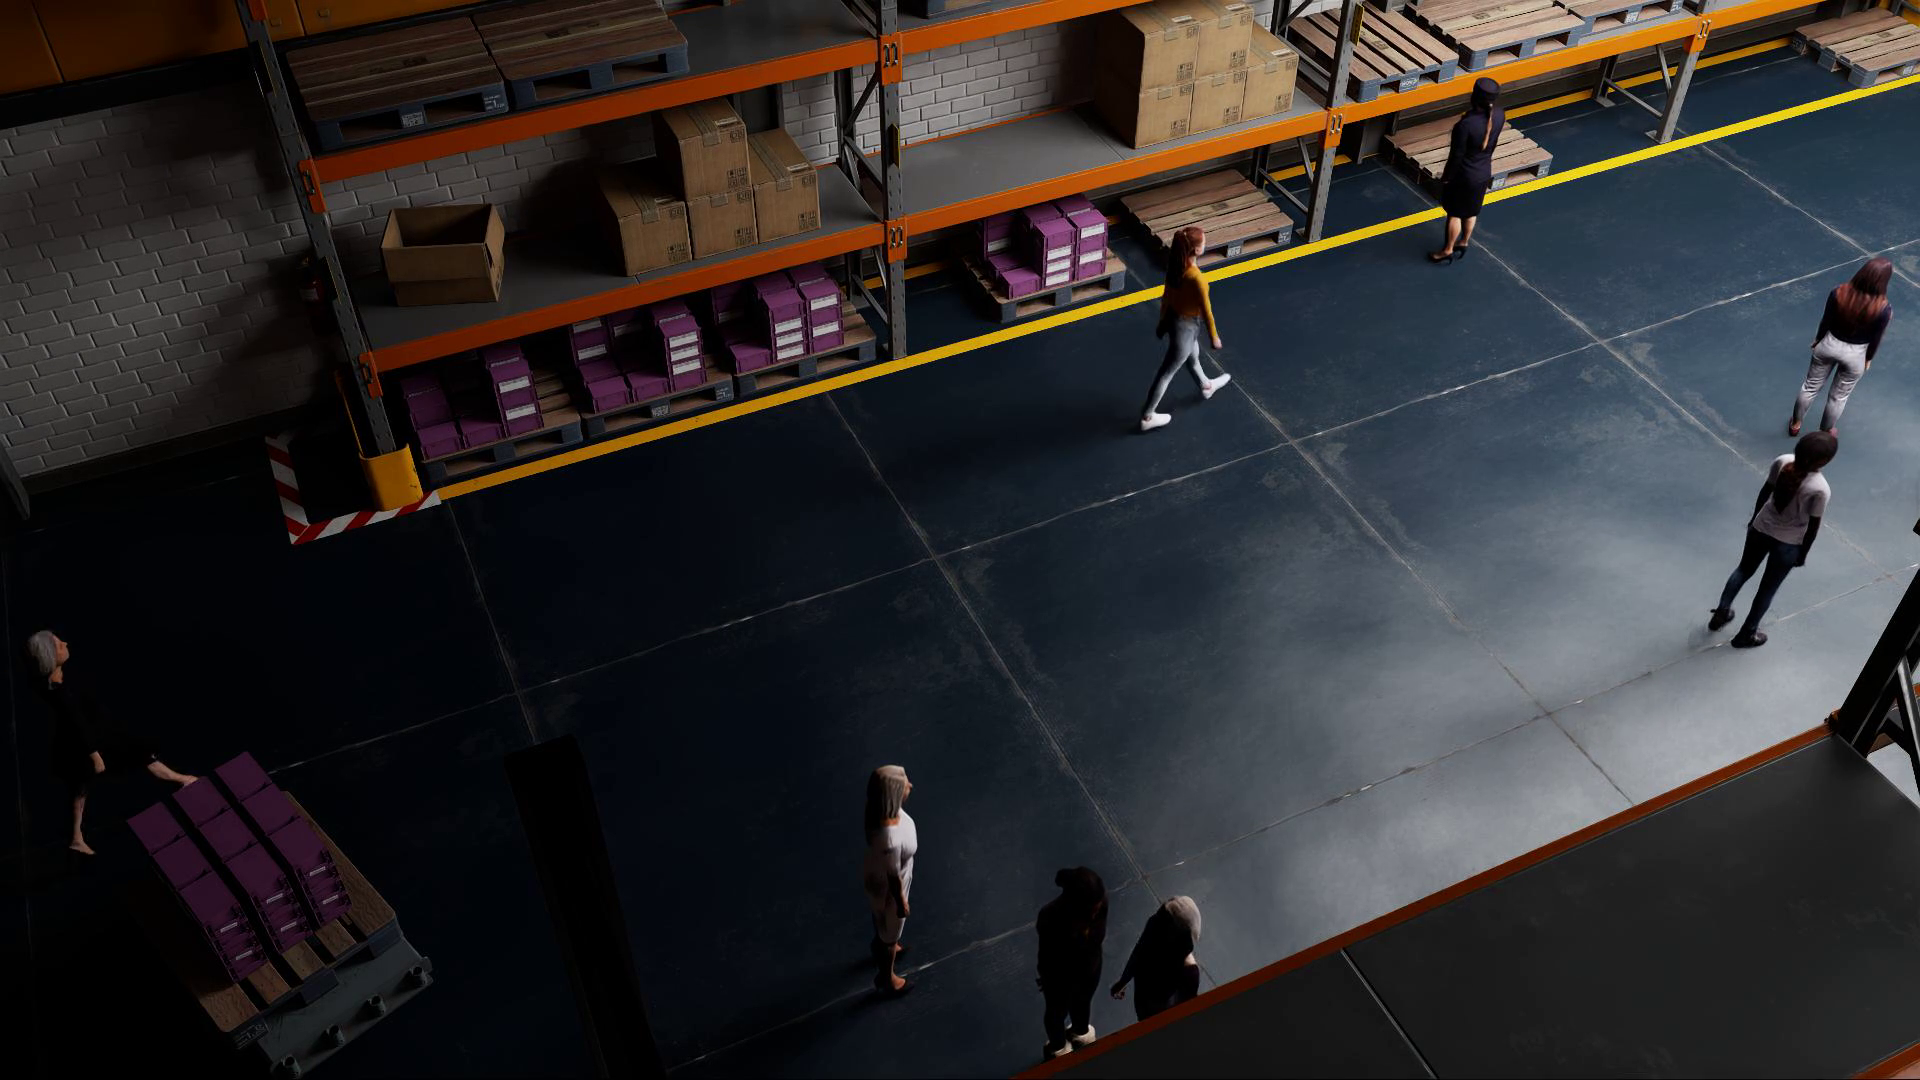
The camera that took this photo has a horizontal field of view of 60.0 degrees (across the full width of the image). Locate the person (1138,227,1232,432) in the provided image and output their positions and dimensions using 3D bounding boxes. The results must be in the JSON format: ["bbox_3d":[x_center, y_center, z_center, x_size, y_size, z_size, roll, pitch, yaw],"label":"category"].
[{"bbox_3d":[1.559,-1.504,12.282,1.080,1.710,0.573,-17,46,-17],"label":"person"}]

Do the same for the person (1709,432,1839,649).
[{"bbox_3d":[5.259,-0.020,10.718,0.512,1.719,0.591,-20,47,-20],"label":"person"}]

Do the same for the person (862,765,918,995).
[{"bbox_3d":[-0.386,1.792,8.795,0.598,1.748,0.618,-6,44,-6],"label":"person"}]

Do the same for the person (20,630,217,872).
[{"bbox_3d":[-5.015,1.198,9.459,1.230,1.691,0.856,-34,53,-31],"label":"person"}]

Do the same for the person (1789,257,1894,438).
[{"bbox_3d":[6.504,-1.396,12.242,0.675,1.608,0.673,31,52,28],"label":"person"}]

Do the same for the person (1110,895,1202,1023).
[{"bbox_3d":[1.016,2.292,8.211,0.756,1.829,0.626,-15,46,-15],"label":"person"}]

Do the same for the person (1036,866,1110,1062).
[{"bbox_3d":[0.559,2.168,8.463,0.601,1.661,0.665,0,44,0],"label":"person"}]

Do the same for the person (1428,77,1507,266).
[{"bbox_3d":[4.259,-3.075,13.960,0.596,1.671,0.777,-24,48,-23],"label":"person"}]
